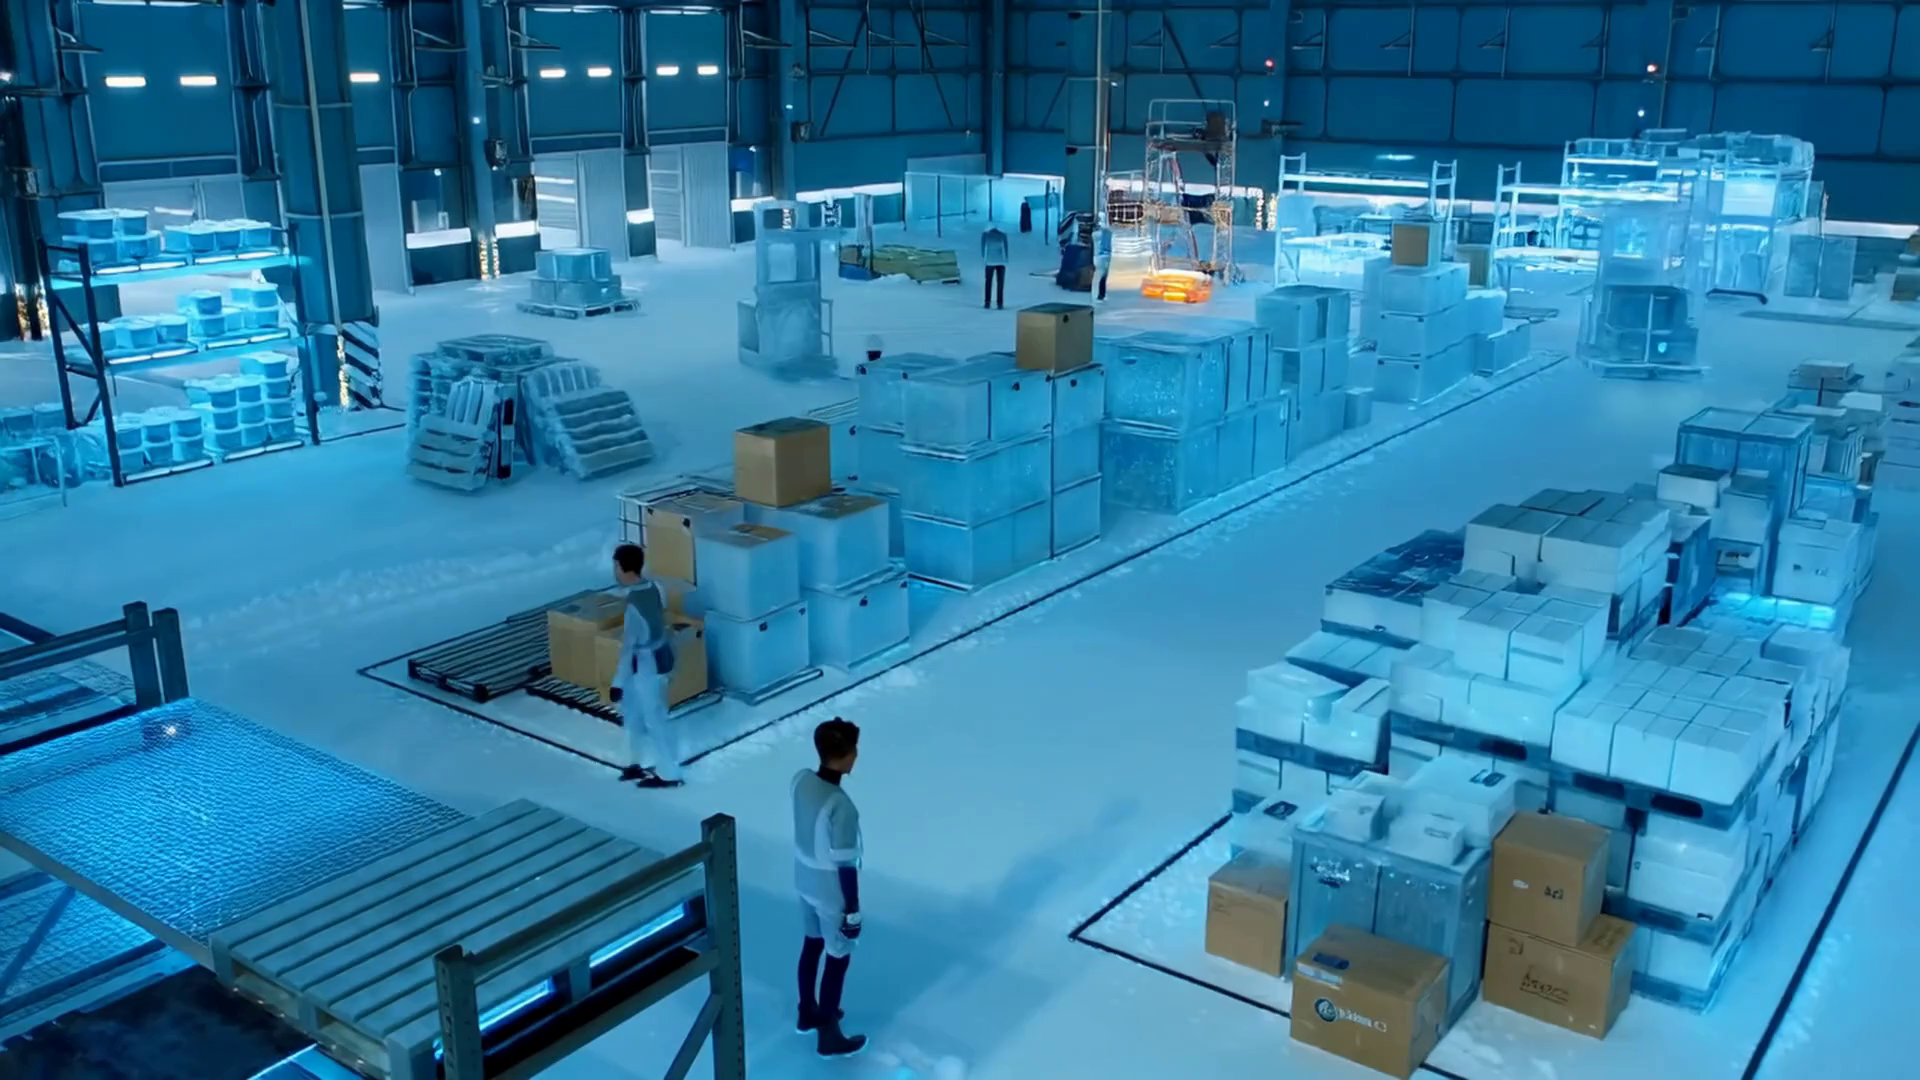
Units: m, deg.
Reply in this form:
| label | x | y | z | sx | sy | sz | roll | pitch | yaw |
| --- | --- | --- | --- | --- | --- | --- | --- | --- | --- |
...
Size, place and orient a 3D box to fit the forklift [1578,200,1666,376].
| label | x | y | z | sx | sy | sz | roll | pitch | yaw |
| --- | --- | --- | --- | --- | --- | --- | --- | --- | --- |
| forklift | 11.205 | -4.296 | 27.999 | 1.129 | 2.768 | 1.873 | 3 | 17 | 11 |

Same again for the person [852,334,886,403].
| label | x | y | z | sx | sy | sz | roll | pitch | yaw |
| --- | --- | --- | --- | --- | --- | --- | --- | --- | --- |
| person | -1.084 | -1.590 | 20.672 | 0.552 | 1.922 | 0.474 | 11 | 20 | 32 |

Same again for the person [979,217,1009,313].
| label | x | y | z | sx | sy | sz | roll | pitch | yaw |
| --- | --- | --- | --- | --- | --- | --- | --- | --- | --- |
| person | 0.711 | -5.624 | 34.002 | 0.631 | 1.939 | 0.369 | 6 | 18 | 19 |

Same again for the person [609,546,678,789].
| label | x | y | z | sx | sy | sz | roll | pitch | yaw |
| --- | --- | --- | --- | --- | --- | --- | --- | --- | --- |
| person | -2.396 | 0.959 | 12.275 | 0.623 | 1.893 | 0.593 | -2 | 17 | -6 |

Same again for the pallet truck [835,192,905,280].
| label | x | y | z | sx | sy | sz | roll | pitch | yaw |
| --- | --- | --- | --- | --- | --- | --- | --- | --- | --- |
| pallet truck | -1.936 | -7.159 | 38.982 | 1.885 | 1.965 | 0.823 | -12 | 21 | -34 |

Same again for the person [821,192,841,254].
| label | x | y | z | sx | sy | sz | roll | pitch | yaw |
| --- | --- | --- | --- | --- | --- | --- | --- | --- | --- |
| person | -3.359 | -8.303 | 43.471 | 0.537 | 1.586 | 0.883 | 1 | 17 | 4 |

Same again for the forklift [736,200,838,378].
| label | x | y | z | sx | sy | sz | roll | pitch | yaw |
| --- | --- | --- | --- | --- | --- | --- | --- | --- | --- |
| forklift | -2.985 | -4.289 | 27.977 | 1.129 | 2.768 | 1.873 | -9 | 19 | -28 |

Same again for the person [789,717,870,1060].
| label | x | y | z | sx | sy | sz | roll | pitch | yaw |
| --- | --- | --- | --- | --- | --- | --- | --- | --- | --- |
| person | -0.709 | 1.891 | 9.098 | 0.376 | 1.958 | 0.608 | -11 | 20 | -31 |

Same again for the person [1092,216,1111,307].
| label | x | y | z | sx | sy | sz | roll | pitch | yaw |
| --- | --- | --- | --- | --- | --- | --- | --- | --- | --- |
| person | 2.971 | -5.823 | 34.753 | 0.337 | 1.882 | 0.585 | 11 | 20 | 33 |
